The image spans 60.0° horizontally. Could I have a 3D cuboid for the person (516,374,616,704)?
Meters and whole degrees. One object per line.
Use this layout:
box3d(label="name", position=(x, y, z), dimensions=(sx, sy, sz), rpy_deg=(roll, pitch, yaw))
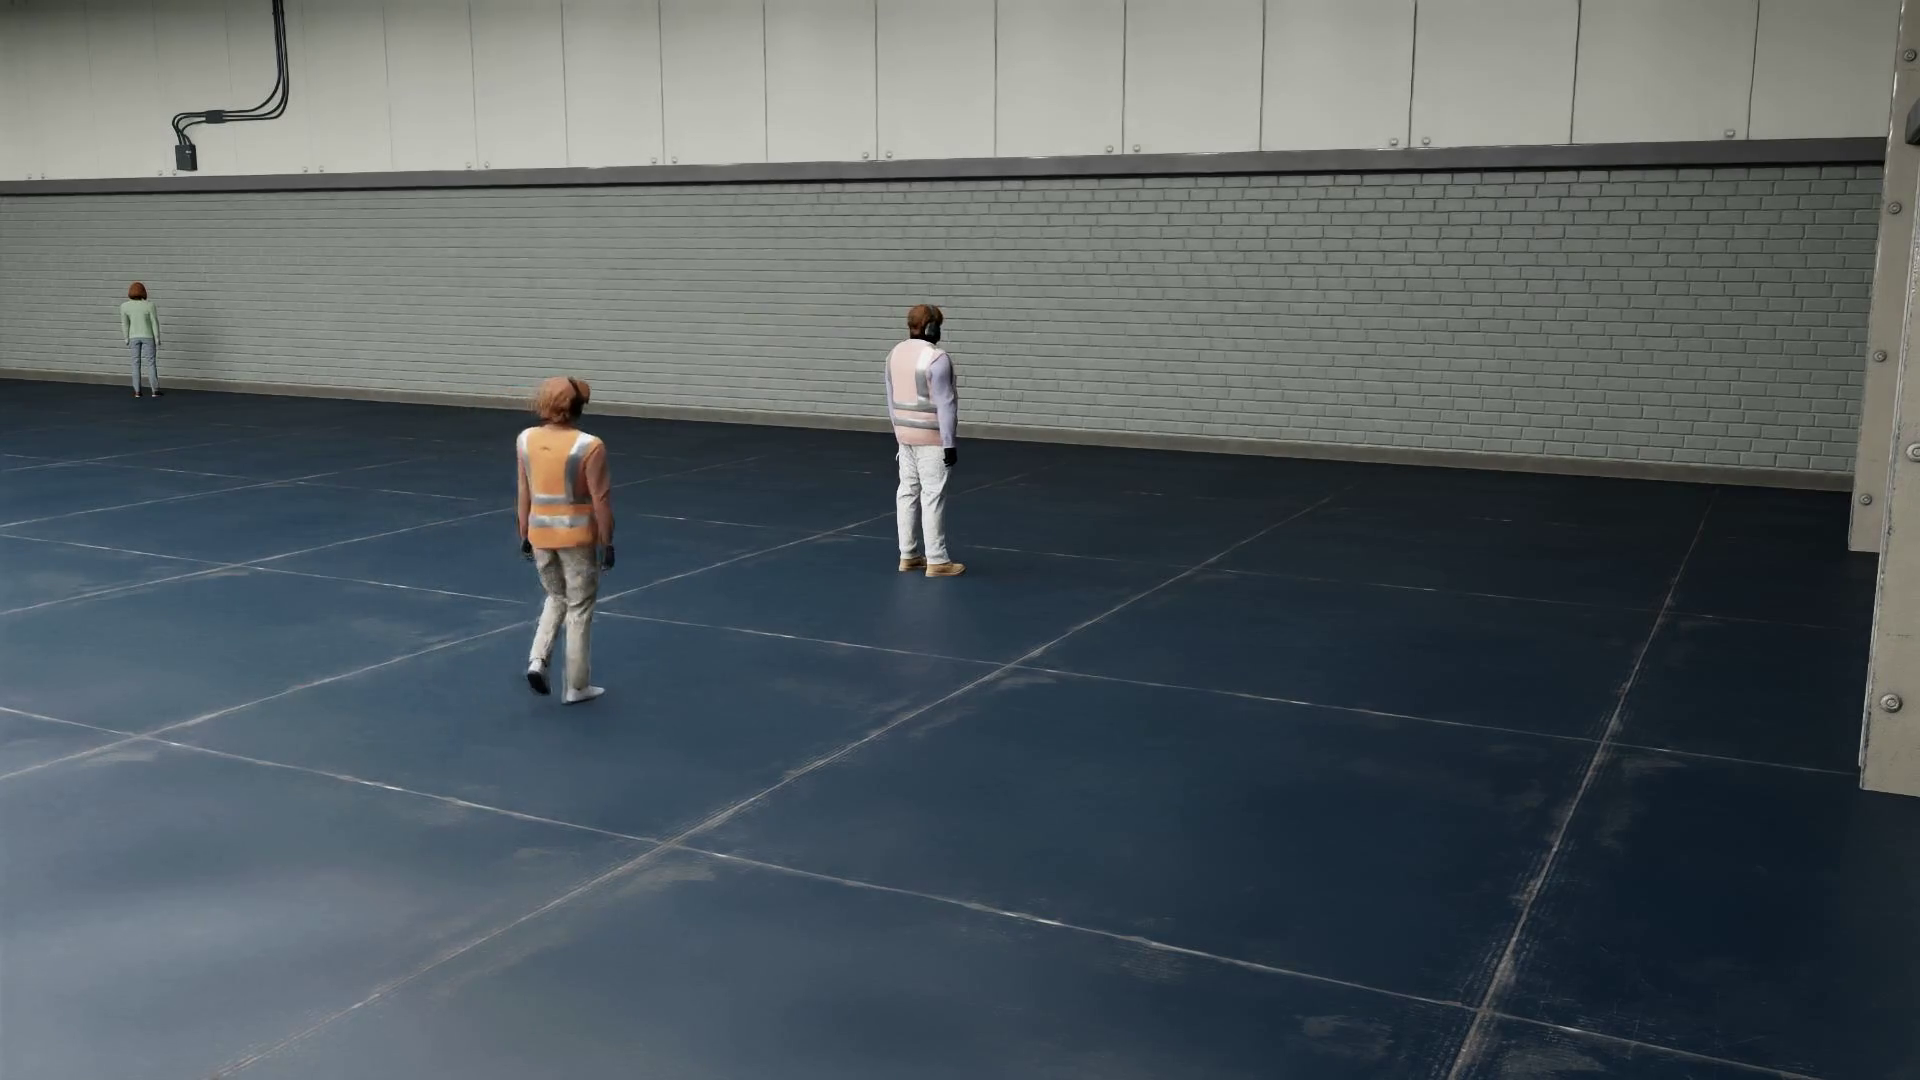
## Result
box3d(label="person", position=(-1.918, 0.006, 8.136), dimensions=(0.538, 1.625, 0.373), rpy_deg=(4, 11, 23))

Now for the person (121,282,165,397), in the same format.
box3d(label="person", position=(-11.662, -2.855, 23.718), dimensions=(0.497, 1.635, 0.286), rpy_deg=(-1, 10, -7))

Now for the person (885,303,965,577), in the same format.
box3d(label="person", position=(-0.227, -0.674, 11.266), dimensions=(0.429, 1.844, 0.627), rpy_deg=(-9, 14, -40))
